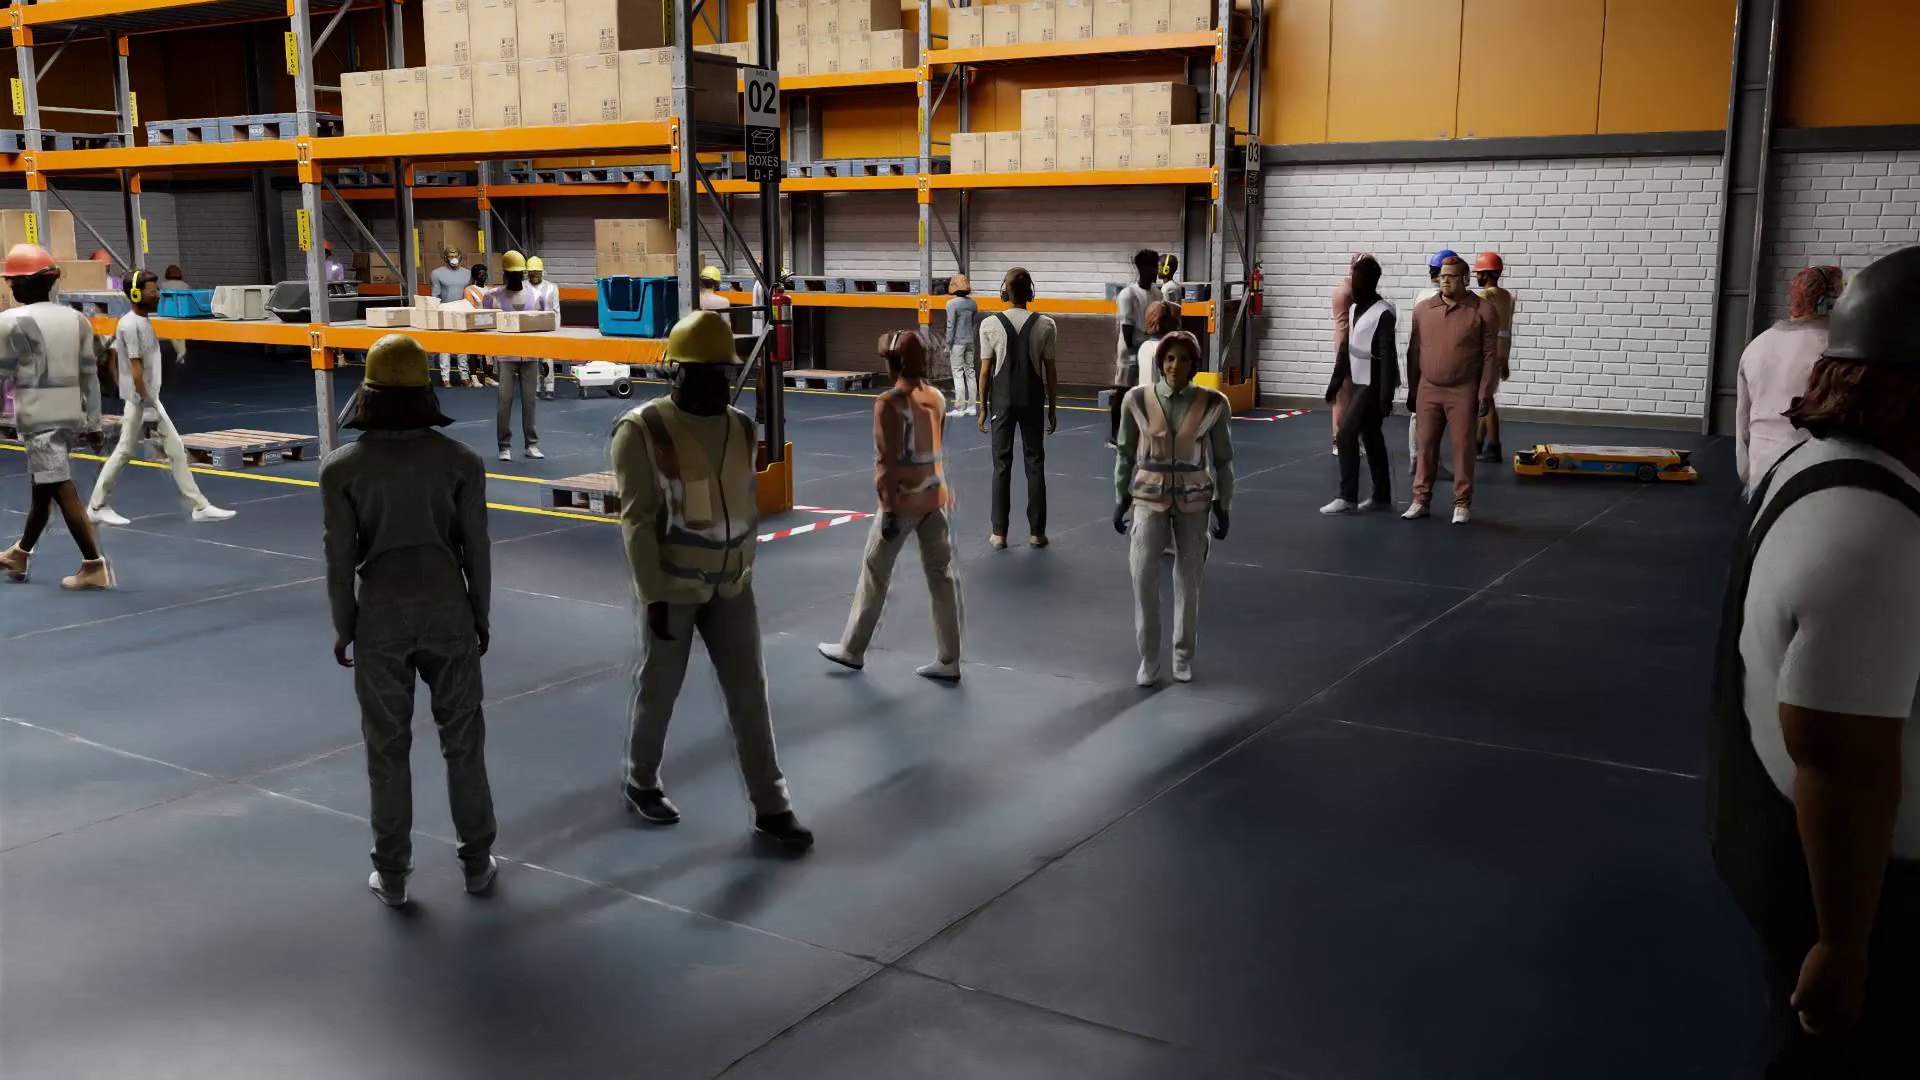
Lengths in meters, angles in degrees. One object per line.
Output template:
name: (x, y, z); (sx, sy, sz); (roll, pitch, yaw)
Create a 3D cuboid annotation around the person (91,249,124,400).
person: (-10.914, -2.745, 21.224); (0.873, 1.912, 0.545); (6, 12, 28)

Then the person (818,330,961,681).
person: (-0.303, -0.163, 7.713); (0.801, 1.598, 0.546); (7, 13, 35)

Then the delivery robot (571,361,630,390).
delivery robot: (-4.601, -2.127, 21.273); (0.707, 0.478, 0.477); (-5, 11, -25)

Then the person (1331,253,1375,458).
person: (3.715, -1.723, 15.567); (0.407, 1.902, 0.638); (7, 12, 33)

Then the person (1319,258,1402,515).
person: (2.920, -1.120, 12.282); (0.736, 1.881, 0.652); (0, 10, -2)

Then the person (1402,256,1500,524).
person: (3.499, -1.069, 11.926); (0.643, 1.908, 0.399); (7, 12, 34)

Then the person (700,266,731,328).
person: (-2.770, -2.130, 18.251); (0.531, 1.741, 0.675); (4, 11, 21)

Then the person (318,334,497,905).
person: (-1.677, 0.246, 5.093); (0.484, 1.744, 0.294); (-4, 11, -22)

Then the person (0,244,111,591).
person: (-5.383, -0.691, 9.608); (0.999, 1.993, 0.614); (2, 10, 12)

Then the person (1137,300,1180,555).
person: (1.291, -0.724, 10.754); (0.308, 1.641, 0.510); (-3, 11, -16)

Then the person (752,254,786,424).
person: (-2.104, -2.250, 18.390); (0.373, 1.933, 0.550); (-2, 10, -12)

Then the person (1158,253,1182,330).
person: (2.267, -2.211, 18.345); (0.328, 1.876, 0.513); (4, 11, 20)

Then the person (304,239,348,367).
person: (-10.088, -3.766, 26.490); (0.605, 2.045, 0.382); (-2, 11, -13)

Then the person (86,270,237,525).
person: (-5.779, -0.999, 11.786); (1.000, 1.822, 0.529); (-2, 10, -9)

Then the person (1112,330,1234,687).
person: (0.961, -0.131, 7.514); (0.550, 1.619, 0.519); (1, 10, 8)

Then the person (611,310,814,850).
person: (-0.876, 0.128, 5.608); (0.591, 1.798, 0.804); (-9, 14, -41)

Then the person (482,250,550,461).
person: (-4.074, -1.692, 15.320); (0.594, 1.924, 0.381); (-6, 12, -30)

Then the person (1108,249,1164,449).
person: (1.790, -1.788, 15.855); (0.612, 1.922, 0.988); (-8, 13, -37)

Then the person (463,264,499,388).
person: (-6.580, -2.941, 22.880); (0.319, 1.696, 0.532); (6, 12, 32)

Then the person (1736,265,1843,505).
person: (3.829, -0.284, 7.576); (0.400, 1.910, 0.643); (-3, 11, -15)

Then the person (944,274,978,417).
person: (0.010, -2.233, 19.131); (0.266, 1.631, 0.507); (9, 14, 41)

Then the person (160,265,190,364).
person: (-12.801, -3.675, 27.151); (0.479, 1.623, 0.540); (7, 12, 34)

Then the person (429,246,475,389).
person: (-6.928, -3.049, 22.806); (0.627, 1.941, 0.370); (-7, 12, -33)

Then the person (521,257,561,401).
person: (-5.347, -2.644, 20.933); (0.600, 1.809, 0.716); (-2, 10, -9)

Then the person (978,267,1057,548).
person: (0.379, -0.860, 10.943); (0.520, 1.843, 0.330); (0, 10, 0)

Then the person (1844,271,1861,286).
person: (7.573, -1.393, 14.111); (0.325, 1.767, 0.533); (6, 12, 28)

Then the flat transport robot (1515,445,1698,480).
flat transport robot: (5.527, -0.676, 14.280); (1.431, 0.197, 0.652); (3, 11, 17)

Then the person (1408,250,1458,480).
person: (4.047, -1.488, 14.156); (0.401, 1.939, 0.604); (-1, 10, -6)

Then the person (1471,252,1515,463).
person: (4.810, -1.668, 15.247); (0.559, 1.935, 0.513); (-10, 14, -43)
